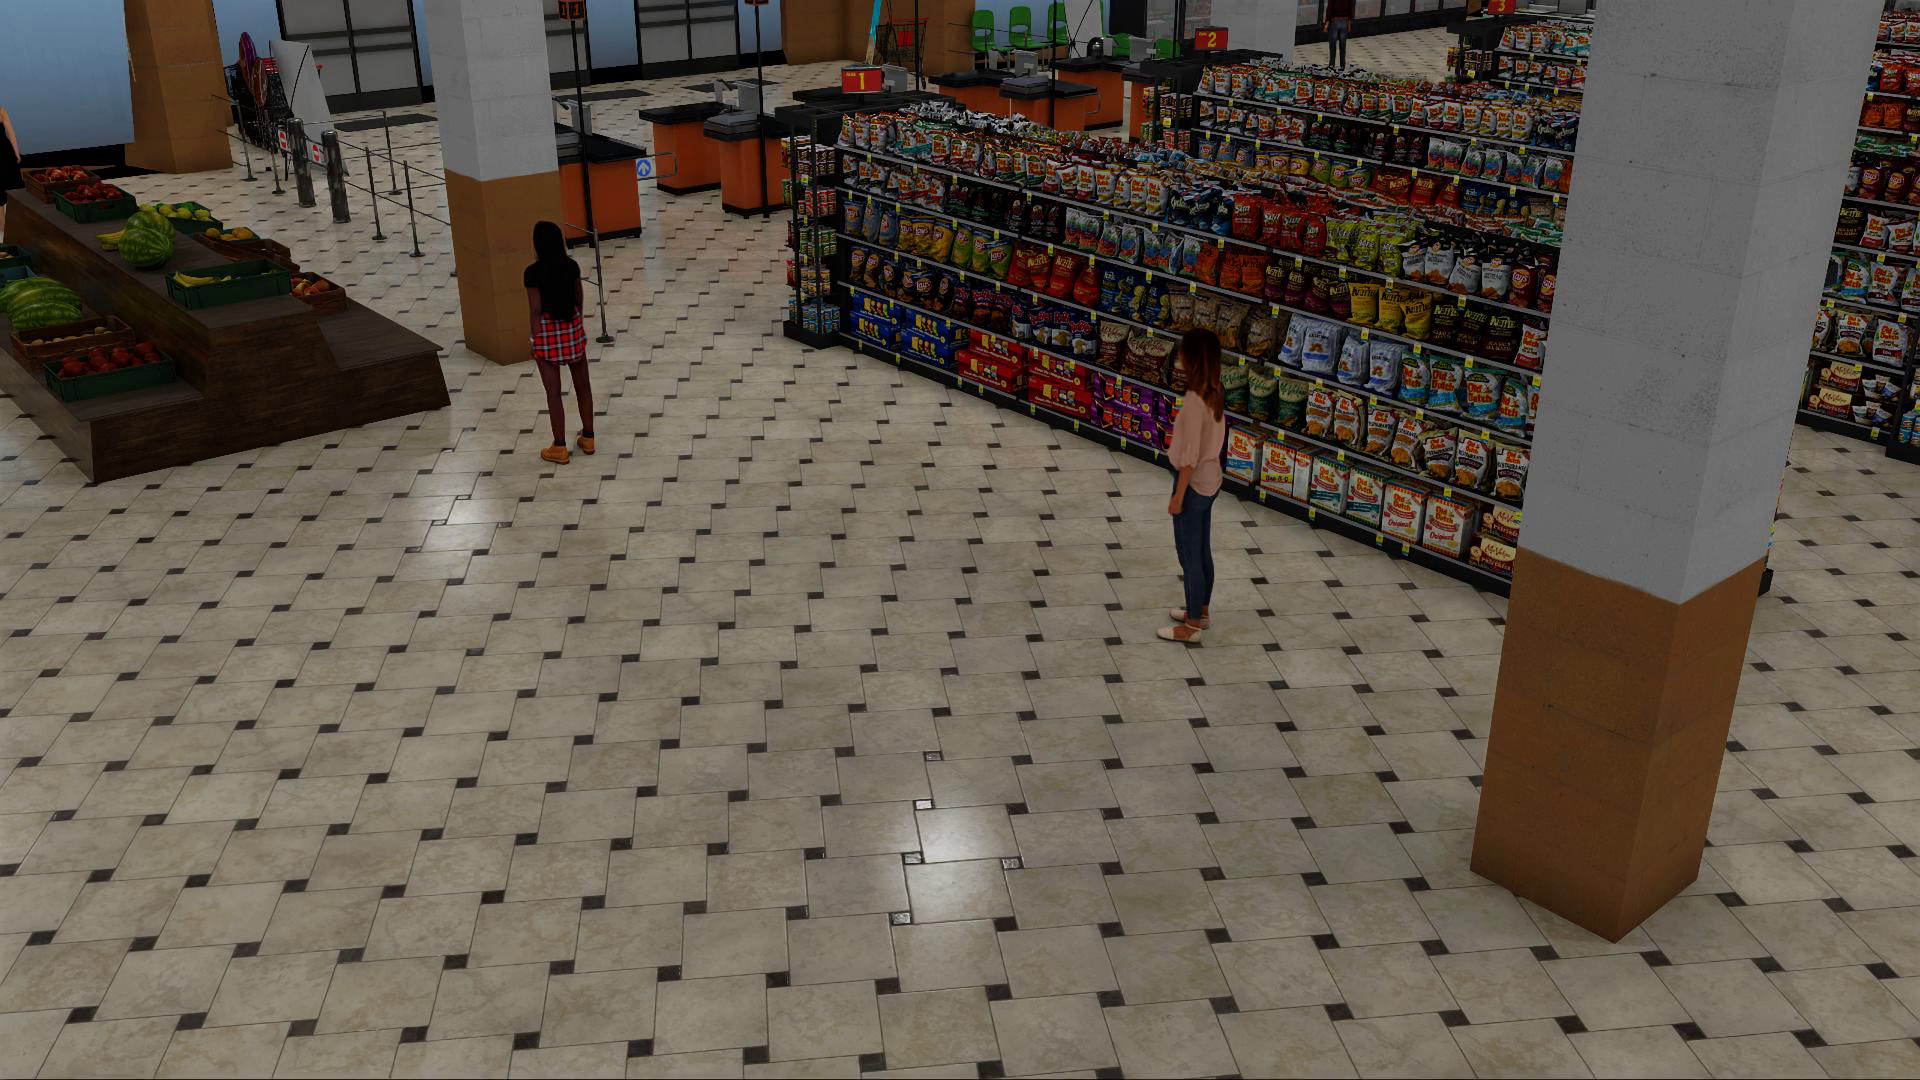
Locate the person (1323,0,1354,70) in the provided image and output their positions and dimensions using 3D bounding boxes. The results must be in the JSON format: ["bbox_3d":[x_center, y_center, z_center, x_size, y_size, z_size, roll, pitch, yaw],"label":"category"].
[{"bbox_3d":[6.583,-8.940,28.877,0.719,1.782,0.703,-4,24,-10],"label":"person"}]

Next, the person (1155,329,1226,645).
[{"bbox_3d":[1.295,-0.289,9.093,0.654,1.792,0.663,11,26,24],"label":"person"}]

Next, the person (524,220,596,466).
[{"bbox_3d":[-2.823,-1.401,11.718,0.616,1.724,0.630,21,31,39],"label":"person"}]

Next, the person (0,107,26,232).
[{"bbox_3d":[-10.615,-4.236,18.323,0.649,1.625,0.657,-9,25,-20],"label":"person"}]
